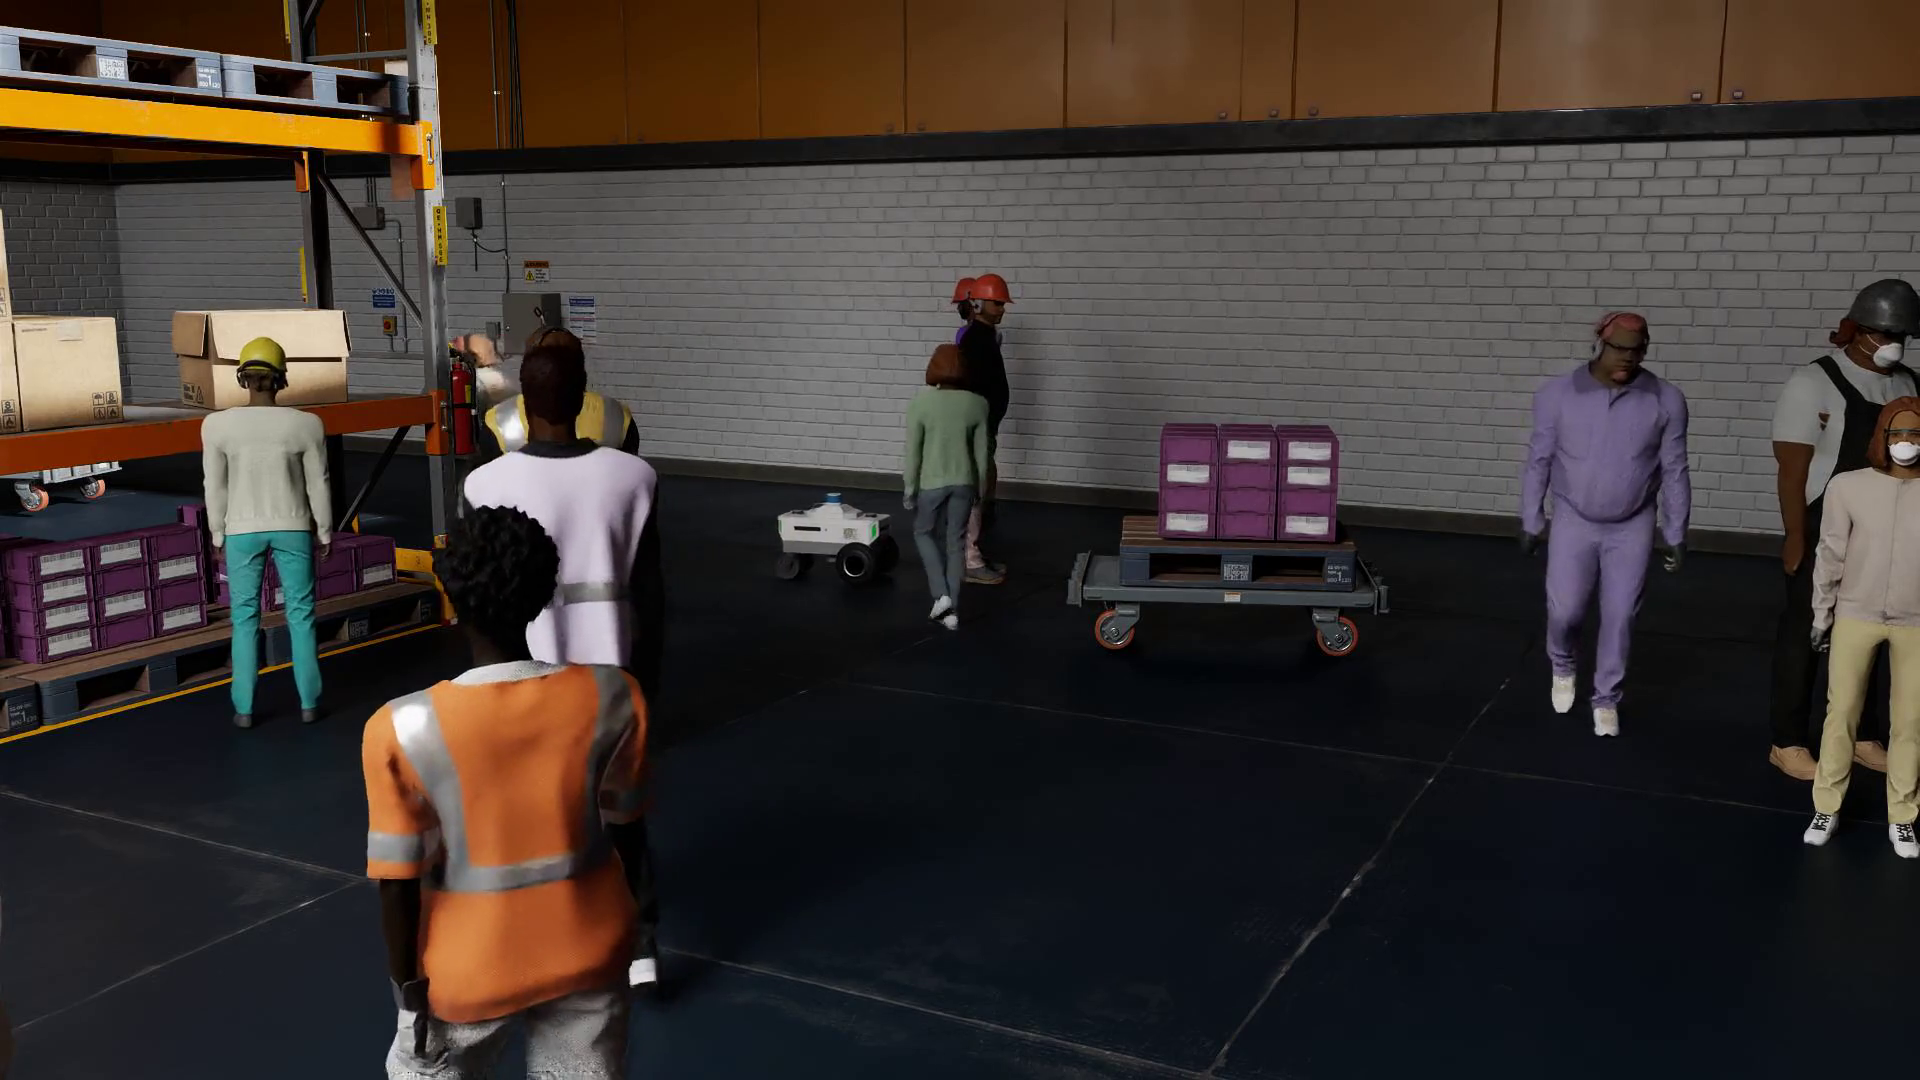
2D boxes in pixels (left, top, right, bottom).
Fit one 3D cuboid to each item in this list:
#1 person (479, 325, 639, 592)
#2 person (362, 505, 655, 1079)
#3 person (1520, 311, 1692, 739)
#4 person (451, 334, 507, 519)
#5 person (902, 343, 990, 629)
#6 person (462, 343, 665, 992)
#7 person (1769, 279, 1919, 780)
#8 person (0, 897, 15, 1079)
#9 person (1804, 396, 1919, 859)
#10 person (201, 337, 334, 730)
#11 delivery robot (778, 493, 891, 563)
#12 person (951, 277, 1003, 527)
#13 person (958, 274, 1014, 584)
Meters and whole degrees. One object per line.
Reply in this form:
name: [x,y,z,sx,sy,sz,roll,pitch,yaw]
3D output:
person: [-1.579,0.072,6.625,0.633,1.846,0.429,-4,11,-23]
person: [-0.828,0.764,3.102,0.540,1.679,0.576,-5,11,-26]
person: [2.840,-0.069,7.349,0.685,1.879,0.475,3,10,16]
person: [-3.085,-0.517,10.707,0.763,1.603,0.555,3,10,16]
person: [-0.086,-0.300,9.424,0.510,1.619,0.360,-3,10,-15]
person: [-1.121,0.364,4.877,0.607,1.873,0.987,-6,11,-30]
person: [3.651,-0.043,6.725,0.672,2.000,0.536,-2,10,-14]
person: [-1.197,0.915,1.623,0.573,1.887,0.355,-10,14,-44]
person: [3.283,0.305,5.887,0.497,1.633,0.285,5,11,27]
person: [-3.108,-0.032,7.508,0.538,1.755,0.379,-3,10,-19]
delivery robot: [-0.822,-0.065,10.875,0.707,0.478,0.477,3,10,17]
person: [0.099,-1.064,12.940,0.362,1.936,0.542,5,11,29]
person: [0.154,-0.723,10.799,0.392,1.991,0.612,1,10,7]
